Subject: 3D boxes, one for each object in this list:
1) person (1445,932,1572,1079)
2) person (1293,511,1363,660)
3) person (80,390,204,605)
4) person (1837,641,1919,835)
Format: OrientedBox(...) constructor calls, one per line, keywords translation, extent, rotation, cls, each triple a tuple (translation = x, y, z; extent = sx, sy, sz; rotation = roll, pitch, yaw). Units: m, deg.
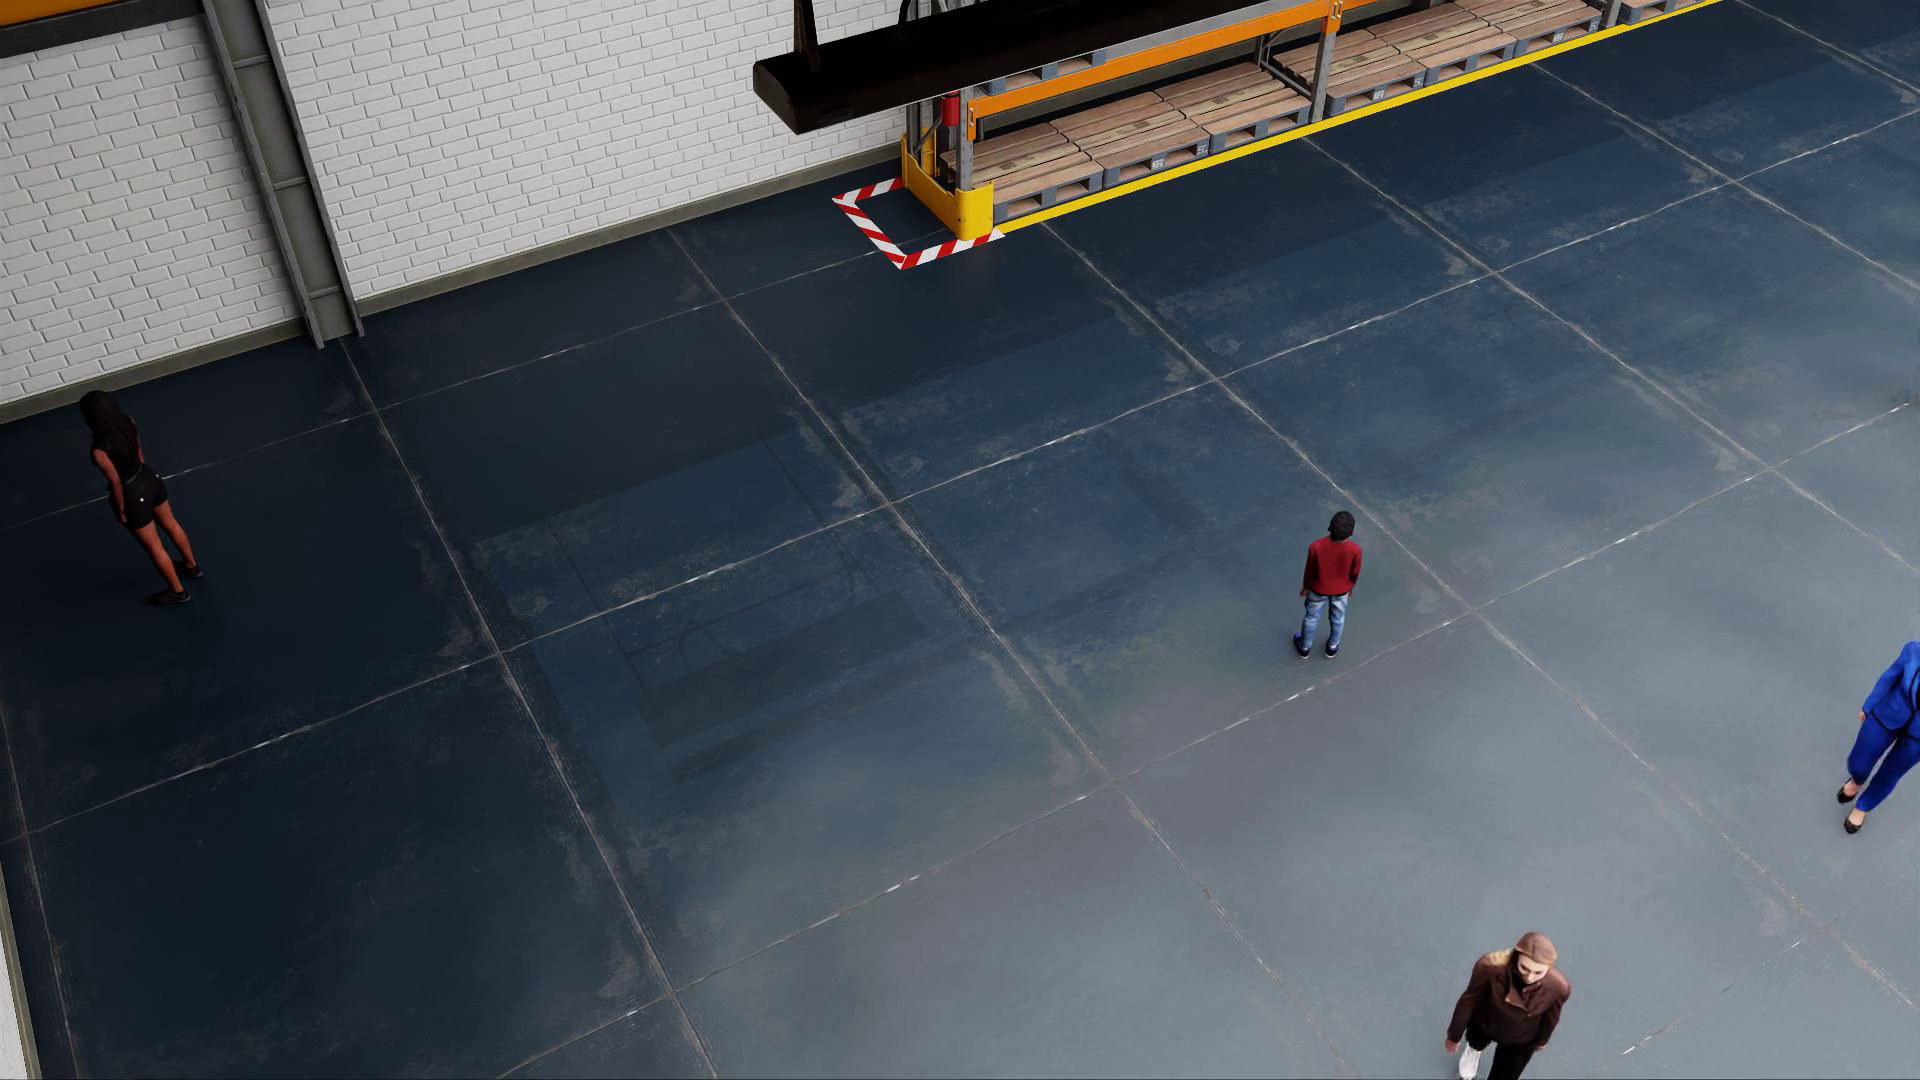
OrientedBox(translation=(2.721, 2.396, 8.359), extent=(1.045, 1.656, 1.197), rotation=(17, 46, 17), cls="person")
OrientedBox(translation=(2.411, 0.293, 10.857), extent=(0.558, 1.255, 0.643), rotation=(3, 44, 3), cls="person")
OrientedBox(translation=(-5.498, -0.295, 11.122), extent=(0.688, 1.741, 0.670), rotation=(3, 44, 3), cls="person")
OrientedBox(translation=(5.562, 1.046, 9.749), extent=(0.739, 1.693, 0.747), rotation=(29, 51, 27), cls="person")
